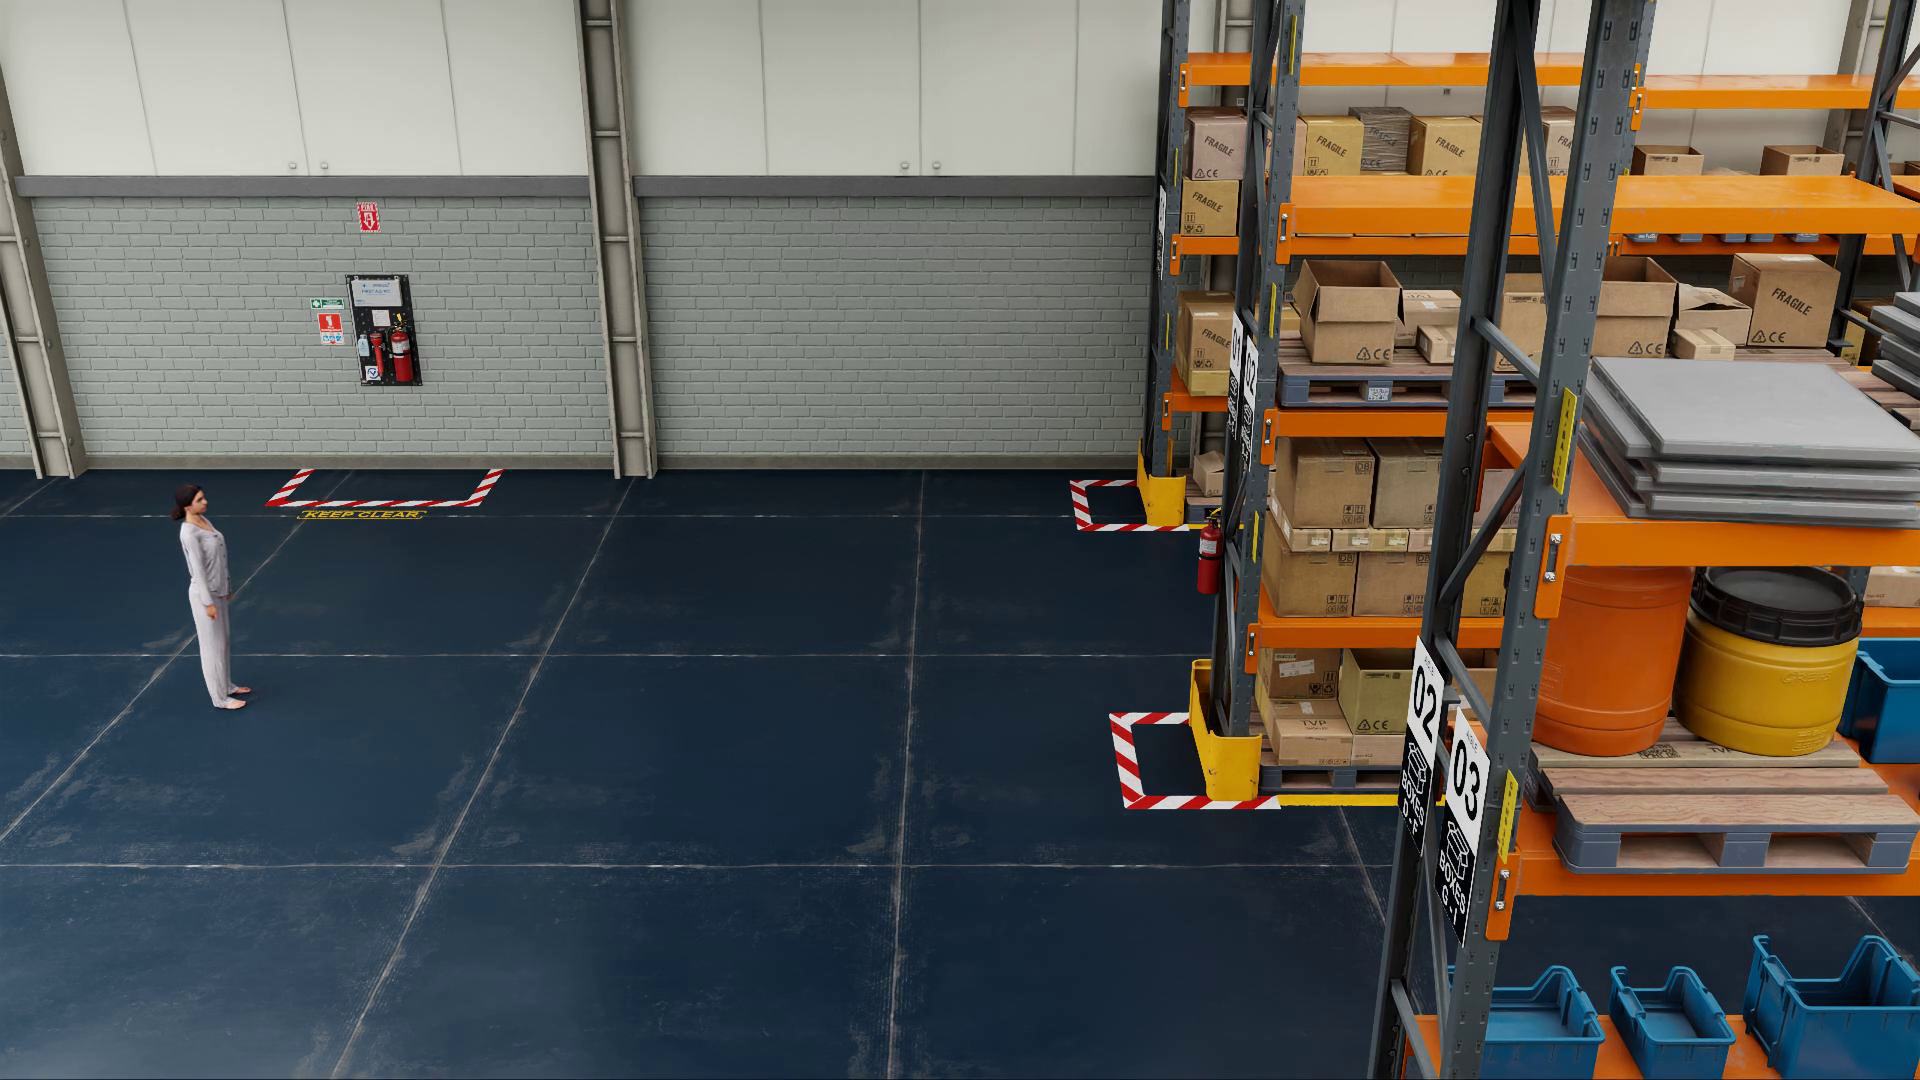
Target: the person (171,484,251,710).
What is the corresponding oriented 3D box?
[{"bbox_3d":[-5.654,0.412,12.508,0.584,1.774,0.624,-4,23,-9],"label":"person"}]
